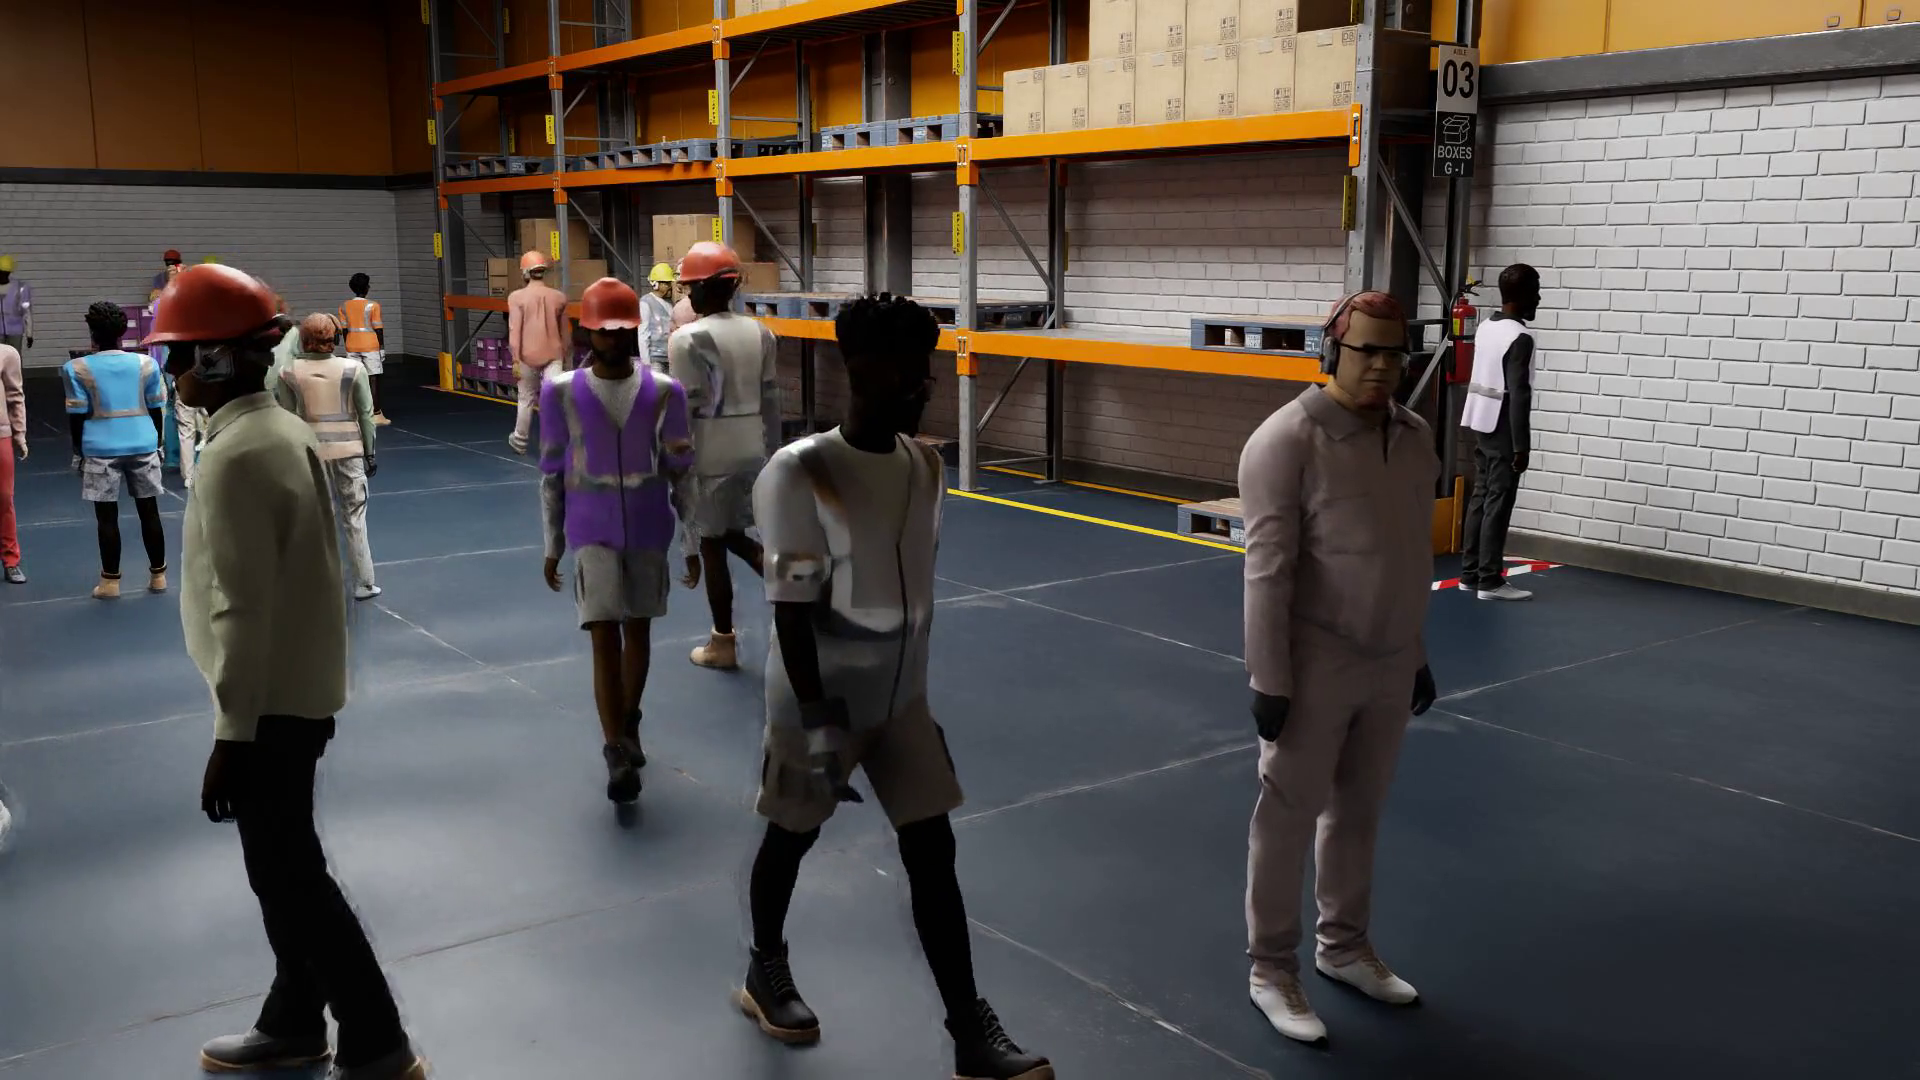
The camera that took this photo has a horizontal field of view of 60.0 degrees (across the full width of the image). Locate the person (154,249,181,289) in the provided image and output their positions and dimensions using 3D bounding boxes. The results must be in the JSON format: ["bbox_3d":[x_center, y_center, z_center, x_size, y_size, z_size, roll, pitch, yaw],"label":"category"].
[{"bbox_3d":[-11.541,-3.306,24.523,0.543,1.928,0.374,-2,10,-13],"label":"person"}]

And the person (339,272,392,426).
[{"bbox_3d":[-6.603,-2.107,18.445,0.538,1.700,0.317,3,11,15],"label":"person"}]

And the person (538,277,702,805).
[{"bbox_3d":[-1.229,0.000,6.104,0.569,1.888,0.957,-3,11,-18],"label":"person"}]

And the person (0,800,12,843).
[{"bbox_3d":[-3.381,0.327,5.124,0.537,1.588,0.808,6,12,29],"label":"person"}]

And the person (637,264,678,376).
[{"bbox_3d":[-2.957,-1.819,16.500,0.403,1.825,0.595,5,11,27],"label":"person"}]

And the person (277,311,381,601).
[{"bbox_3d":[-3.553,-0.459,9.381,0.514,1.642,0.309,-2,10,-10],"label":"person"}]

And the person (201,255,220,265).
[{"bbox_3d":[-10.114,-2.983,22.878,0.625,1.877,0.922,-7,12,-34],"label":"person"}]

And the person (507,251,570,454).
[{"bbox_3d":[-3.987,-1.739,15.694,0.649,1.936,1.046,-8,13,-36],"label":"person"}]

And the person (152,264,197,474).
[{"bbox_3d":[-6.805,-1.473,14.485,0.572,1.843,0.373,8,13,39],"label":"person"}]

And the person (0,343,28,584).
[{"bbox_3d":[-5.779,-0.595,9.792,0.526,1.769,0.330,-6,12,-31],"label":"person"}]

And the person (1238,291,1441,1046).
[{"bbox_3d":[1.008,0.319,4.293,0.643,1.905,0.399,-7,12,-34],"label":"person"}]

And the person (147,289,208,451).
[{"bbox_3d":[-7.597,-1.618,15.991,0.841,1.592,0.509,-10,14,-44],"label":"person"}]

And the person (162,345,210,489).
[{"bbox_3d":[-6.298,-1.237,13.738,0.517,1.639,0.314,-1,10,-5],"label":"person"}]

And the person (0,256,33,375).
[{"bbox_3d":[-11.975,-2.625,20.889,0.603,1.862,1.025,-4,11,-23],"label":"person"}]

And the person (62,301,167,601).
[{"bbox_3d":[-4.794,-0.506,9.478,0.535,1.700,0.318,-10,14,-43],"label":"person"}]

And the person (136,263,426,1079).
[{"bbox_3d":[-1.551,0.364,3.882,0.635,1.982,0.641,-2,10,-10],"label":"person"}]

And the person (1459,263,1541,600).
[{"bbox_3d":[3.071,-0.604,9.454,0.394,1.913,0.592,0,10,-3],"label":"person"}]

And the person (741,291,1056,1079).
[{"bbox_3d":[-0.215,0.372,3.990,0.616,1.906,1.035,-9,14,-41],"label":"person"}]

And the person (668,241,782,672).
[{"bbox_3d":[-1.060,-0.371,7.791,0.634,2.029,0.621,7,13,36],"label":"person"}]

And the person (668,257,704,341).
[{"bbox_3d":[-2.164,-1.325,13.487,0.405,1.911,0.636,3,11,17],"label":"person"}]

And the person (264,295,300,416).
[{"bbox_3d":[-5.894,-1.312,14.318,0.868,1.576,0.529,9,14,42],"label":"person"}]
